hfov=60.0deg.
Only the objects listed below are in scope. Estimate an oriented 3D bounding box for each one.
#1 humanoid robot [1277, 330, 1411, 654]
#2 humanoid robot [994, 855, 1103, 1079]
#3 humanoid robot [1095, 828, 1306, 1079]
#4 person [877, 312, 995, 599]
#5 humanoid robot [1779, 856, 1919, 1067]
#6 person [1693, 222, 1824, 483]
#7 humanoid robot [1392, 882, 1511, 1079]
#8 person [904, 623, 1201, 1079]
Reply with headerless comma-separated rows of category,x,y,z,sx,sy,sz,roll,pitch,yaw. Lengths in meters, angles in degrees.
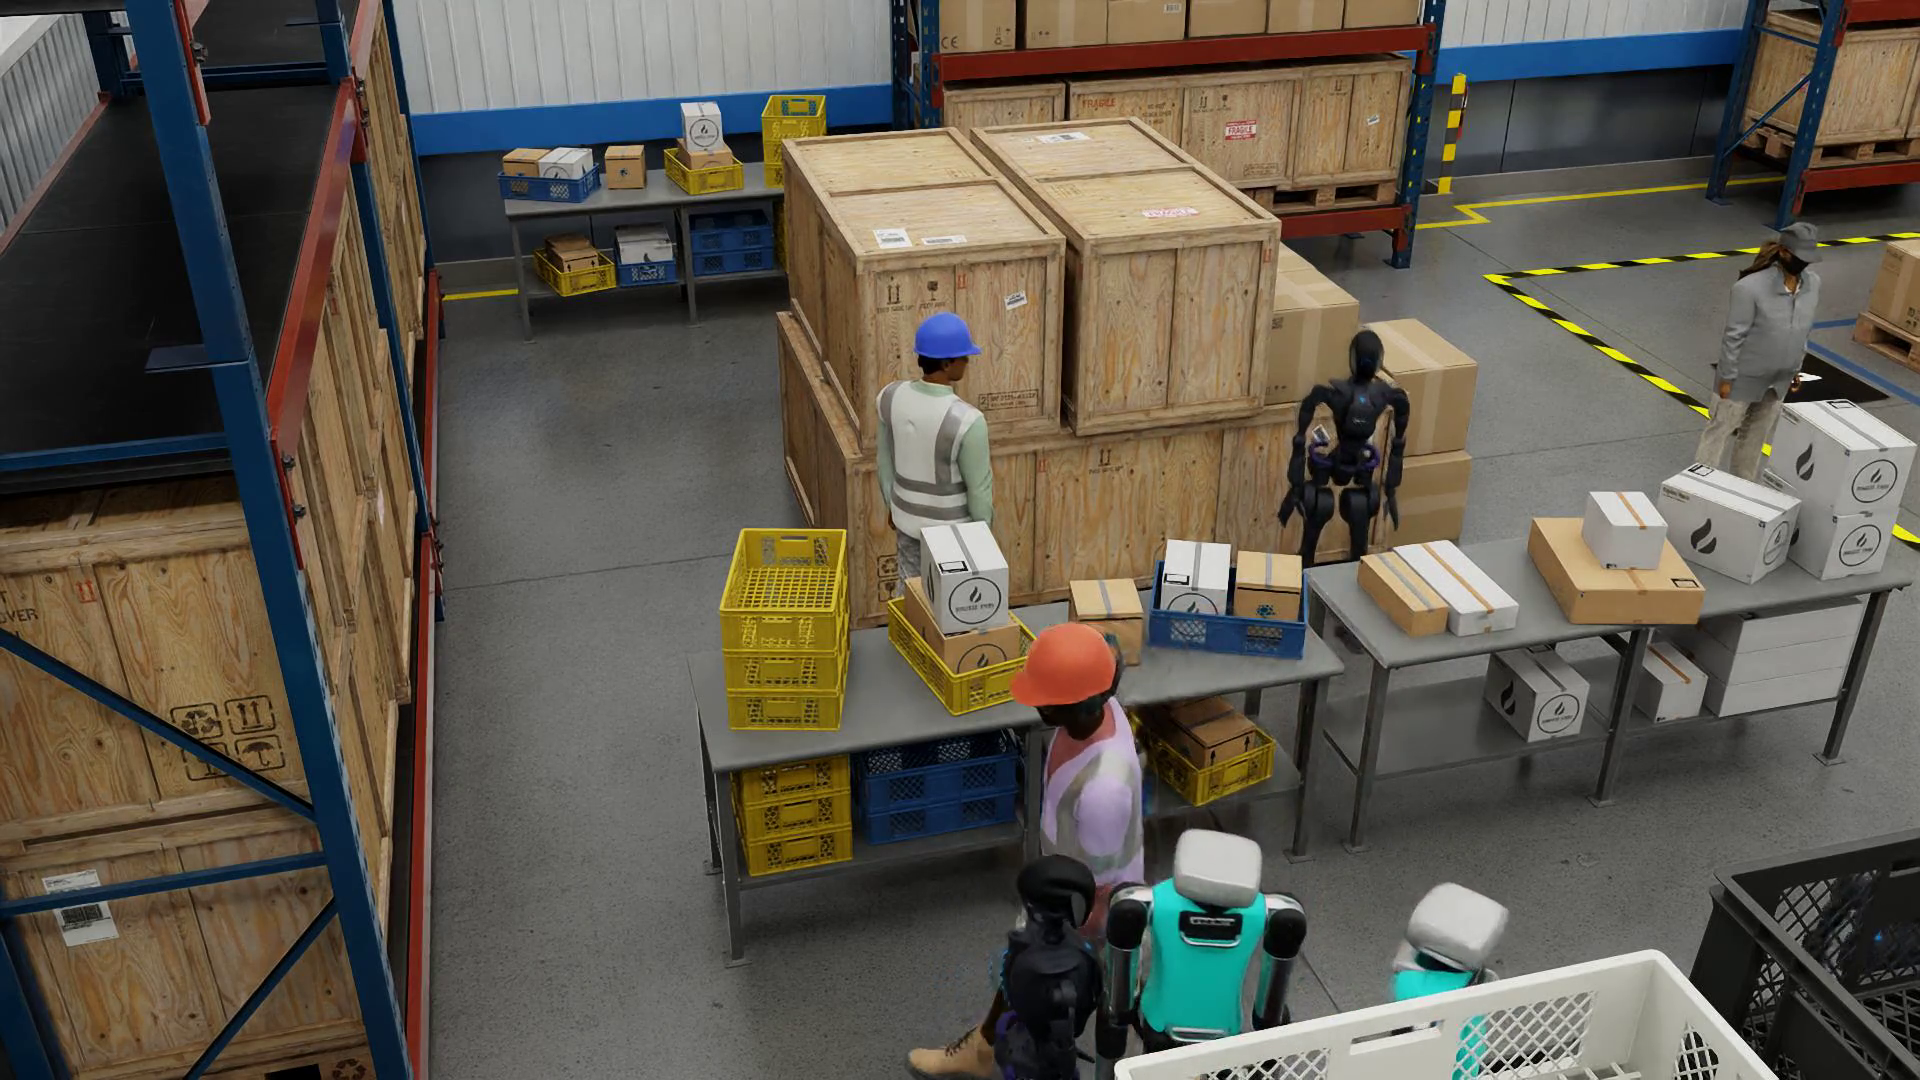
humanoid robot,1.859,-0.243,8.110,0.589,1.632,0.591,-1,29,-1
humanoid robot,0.295,1.589,4.819,0.780,1.616,0.588,-3,29,-6
humanoid robot,0.634,1.689,4.570,0.547,1.834,0.672,1,29,2
person,-0.097,-0.104,7.568,0.615,1.942,0.390,21,35,33
humanoid robot,2.637,1.528,4.876,0.356,1.644,0.597,-9,30,-16
person,4.430,-0.928,9.249,0.563,1.764,0.402,-8,30,-15
humanoid robot,1.445,1.739,4.408,0.751,1.759,0.539,15,32,24
person,0.371,1.108,5.344,1.044,1.975,0.627,-2,29,-3
